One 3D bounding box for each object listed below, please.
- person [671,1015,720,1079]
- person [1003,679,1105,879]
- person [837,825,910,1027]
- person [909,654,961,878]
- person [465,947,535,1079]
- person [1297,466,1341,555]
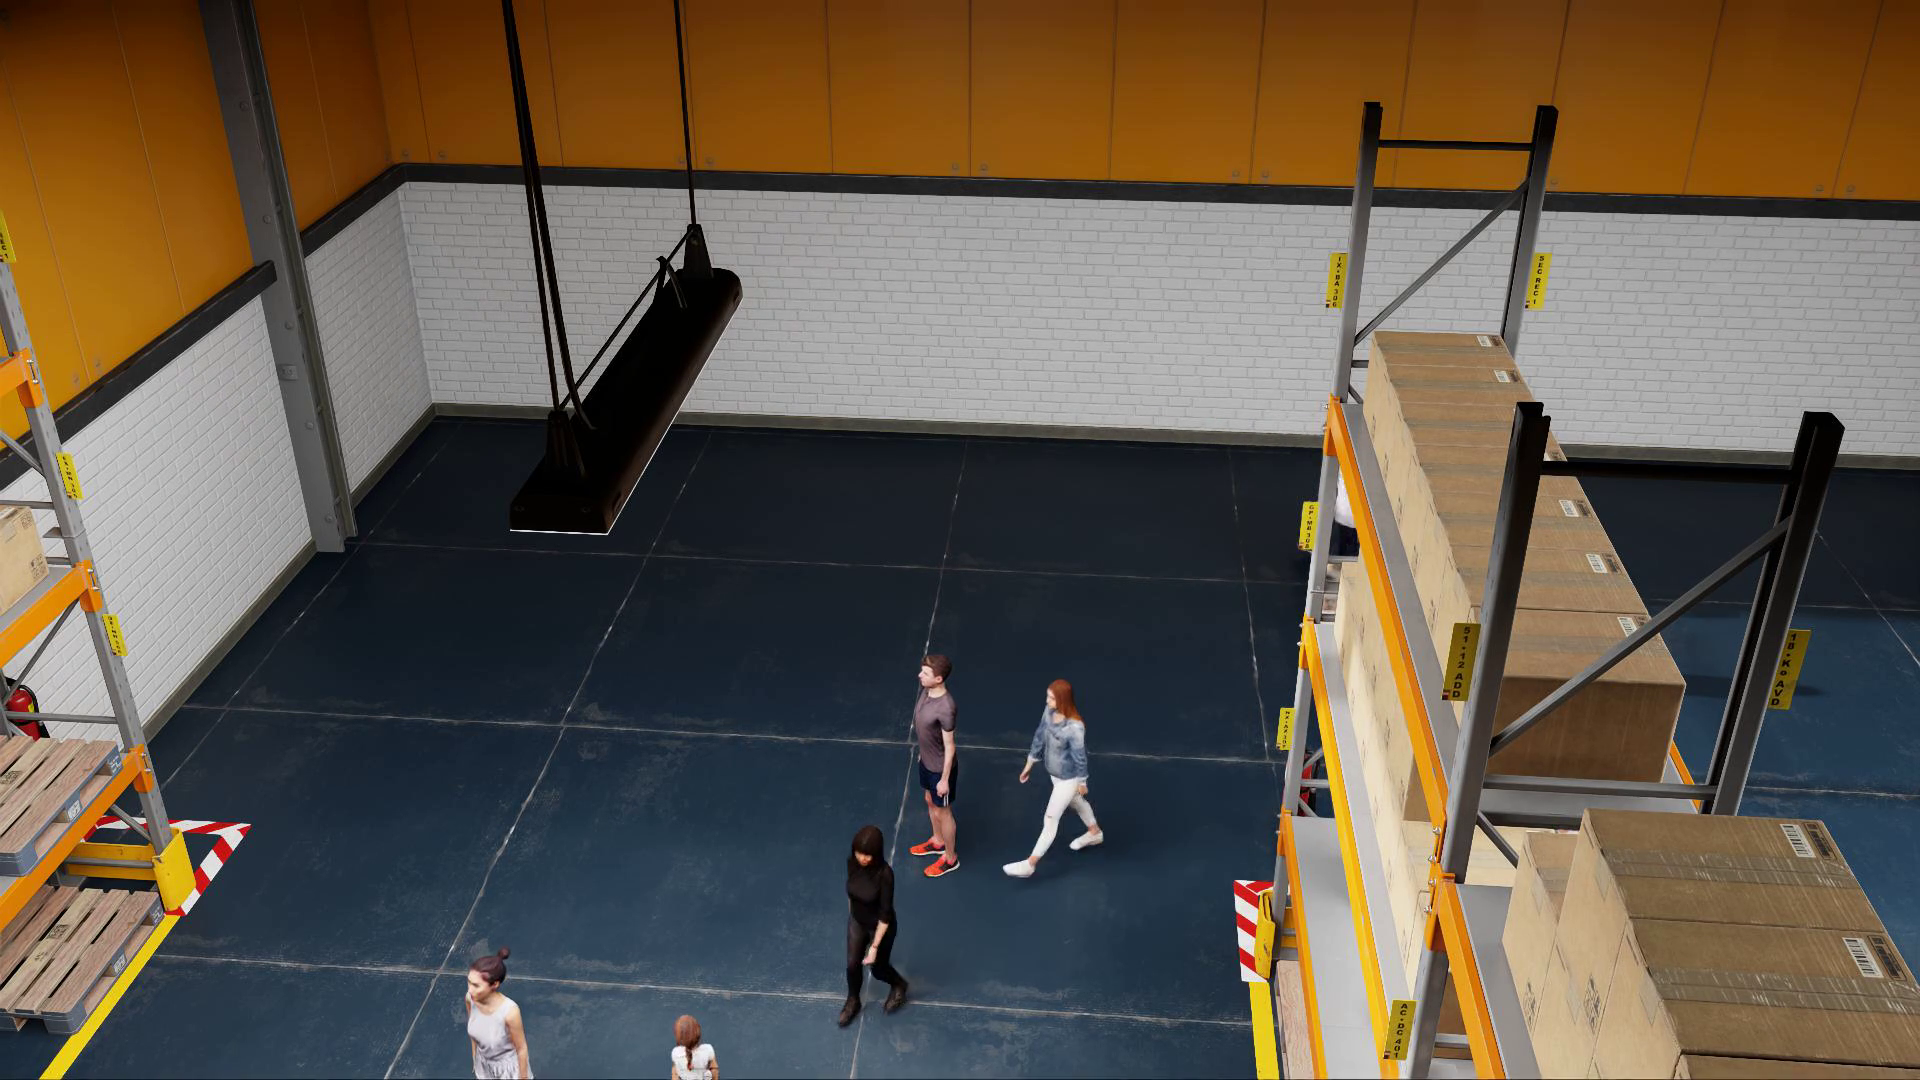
[{"bbox_3d":[-1.592,3.310,10.021,0.448,1.015,0.601,1,29,2],"label":"person"},{"bbox_3d":[0.852,1.715,12.284,1.057,1.648,1.171,-12,31,-21],"label":"person"},{"bbox_3d":[-0.527,2.492,10.884,0.794,1.623,0.914,22,35,34],"label":"person"},{"bbox_3d":[-0.163,1.635,12.218,0.789,1.852,0.644,-11,30,-19],"label":"person"},{"bbox_3d":[-2.695,3.082,9.821,0.641,1.607,0.648,16,32,26],"label":"person"},{"bbox_3d":[3.732,-0.507,16.568,0.604,1.446,0.884,2,29,4],"label":"person"}]
